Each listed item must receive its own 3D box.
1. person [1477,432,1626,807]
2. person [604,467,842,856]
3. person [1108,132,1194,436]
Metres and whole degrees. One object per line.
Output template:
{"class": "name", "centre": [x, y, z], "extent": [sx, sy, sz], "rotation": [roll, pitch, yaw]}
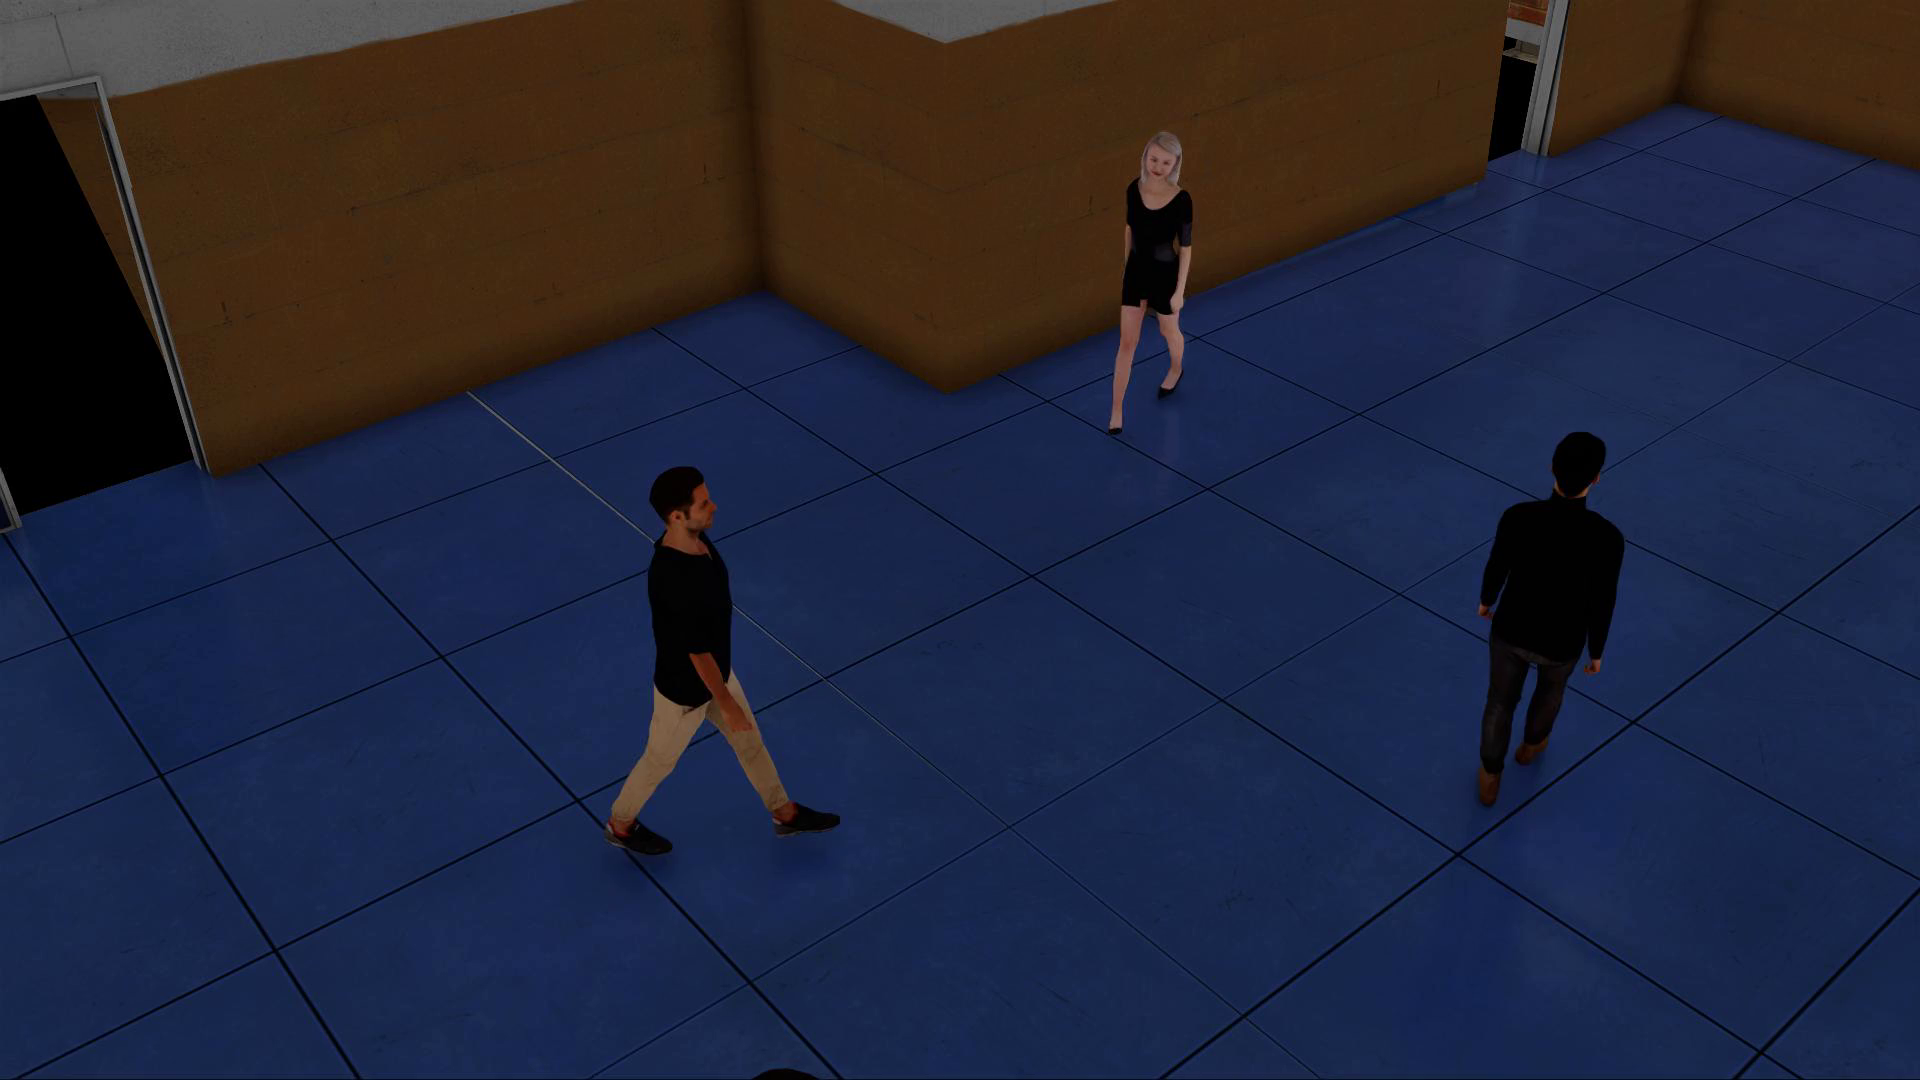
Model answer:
{"class": "person", "centre": [2.367, 0.382, 6.819], "extent": [0.903, 1.705, 0.933], "rotation": [13, 36, 19]}
{"class": "person", "centre": [-1.129, 0.555, 6.444], "extent": [1.227, 1.808, 1.180], "rotation": [2, 34, 3]}
{"class": "person", "centre": [1.162, -1.522, 9.612], "extent": [1.195, 1.783, 0.979], "rotation": [20, 39, 27]}
